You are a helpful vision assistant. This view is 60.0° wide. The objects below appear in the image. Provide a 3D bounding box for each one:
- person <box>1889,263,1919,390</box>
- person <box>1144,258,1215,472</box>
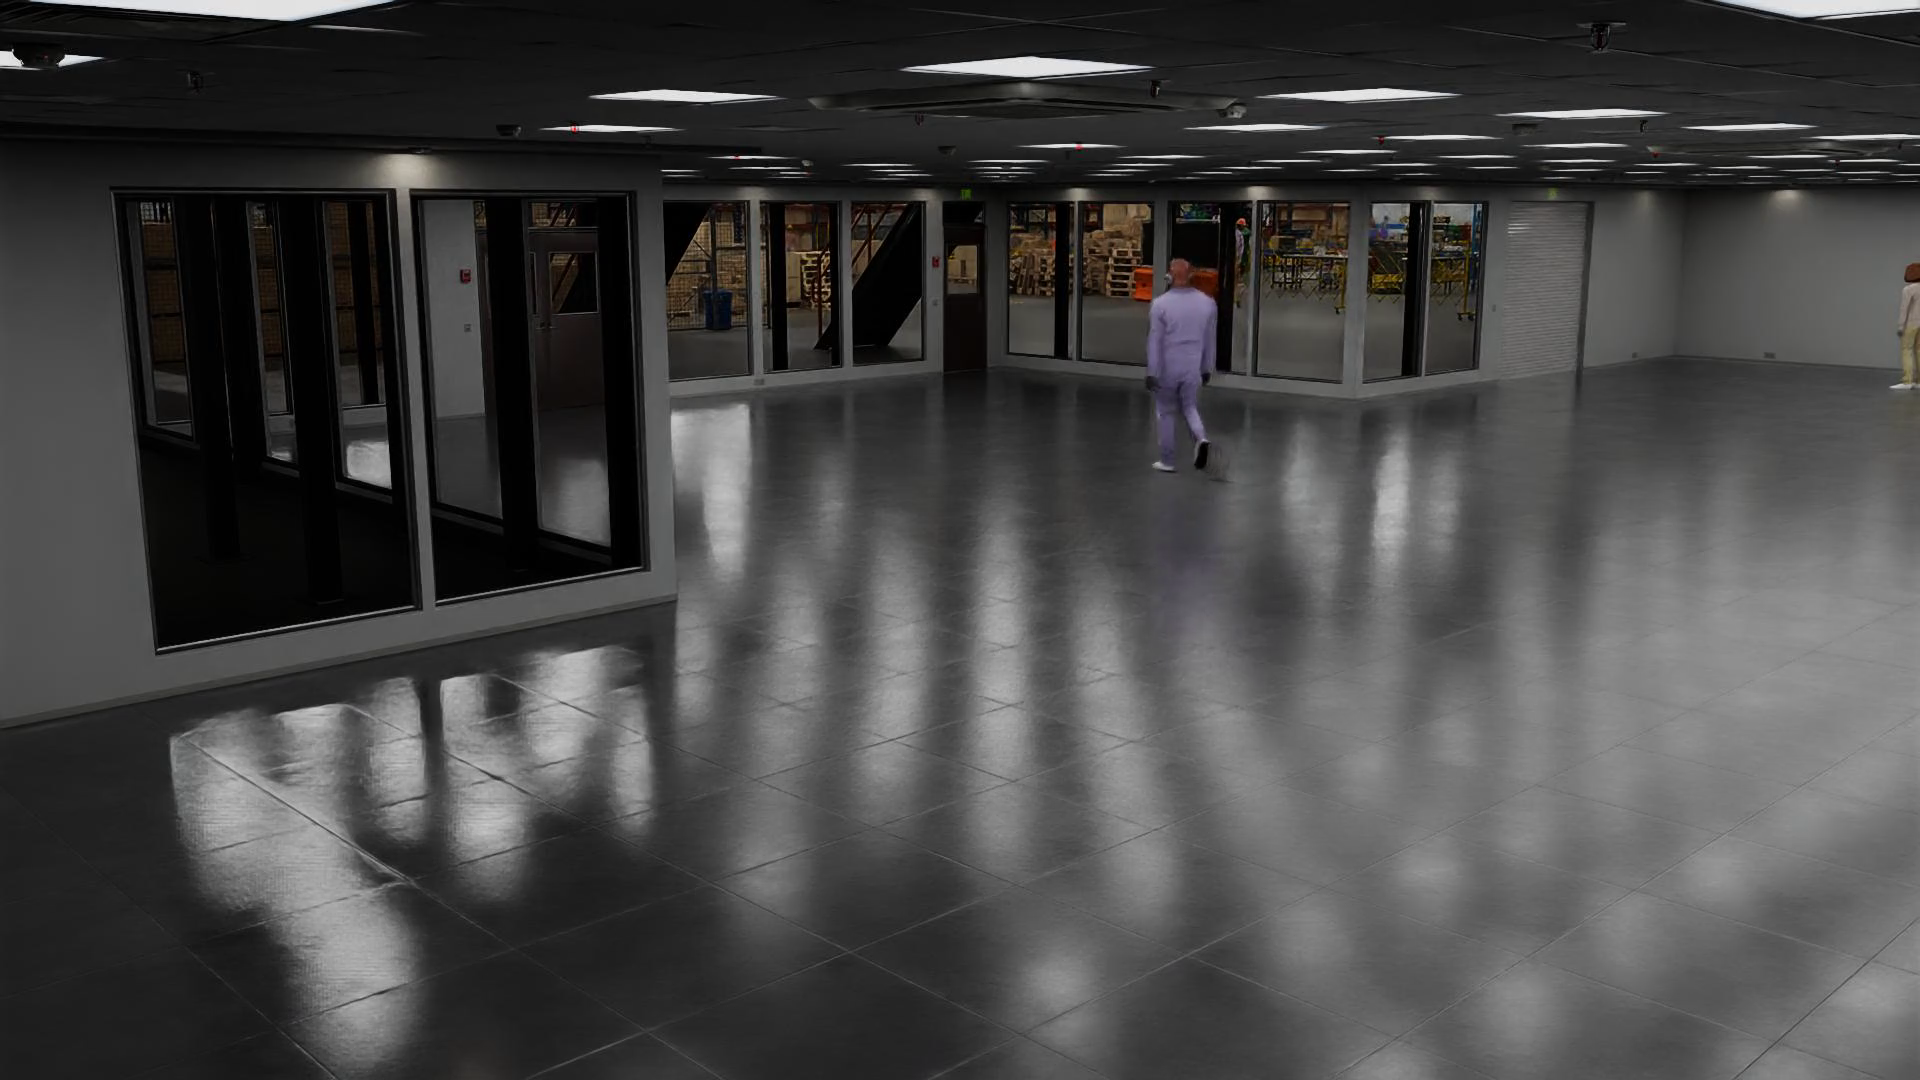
[{"bbox_3d":[12.280,-2.748,21.444,0.497,1.626,0.288,-6,13,-26],"label":"person"},{"bbox_3d":[1.923,-1.513,14.575,0.663,1.890,0.589,-5,12,-22],"label":"person"}]
